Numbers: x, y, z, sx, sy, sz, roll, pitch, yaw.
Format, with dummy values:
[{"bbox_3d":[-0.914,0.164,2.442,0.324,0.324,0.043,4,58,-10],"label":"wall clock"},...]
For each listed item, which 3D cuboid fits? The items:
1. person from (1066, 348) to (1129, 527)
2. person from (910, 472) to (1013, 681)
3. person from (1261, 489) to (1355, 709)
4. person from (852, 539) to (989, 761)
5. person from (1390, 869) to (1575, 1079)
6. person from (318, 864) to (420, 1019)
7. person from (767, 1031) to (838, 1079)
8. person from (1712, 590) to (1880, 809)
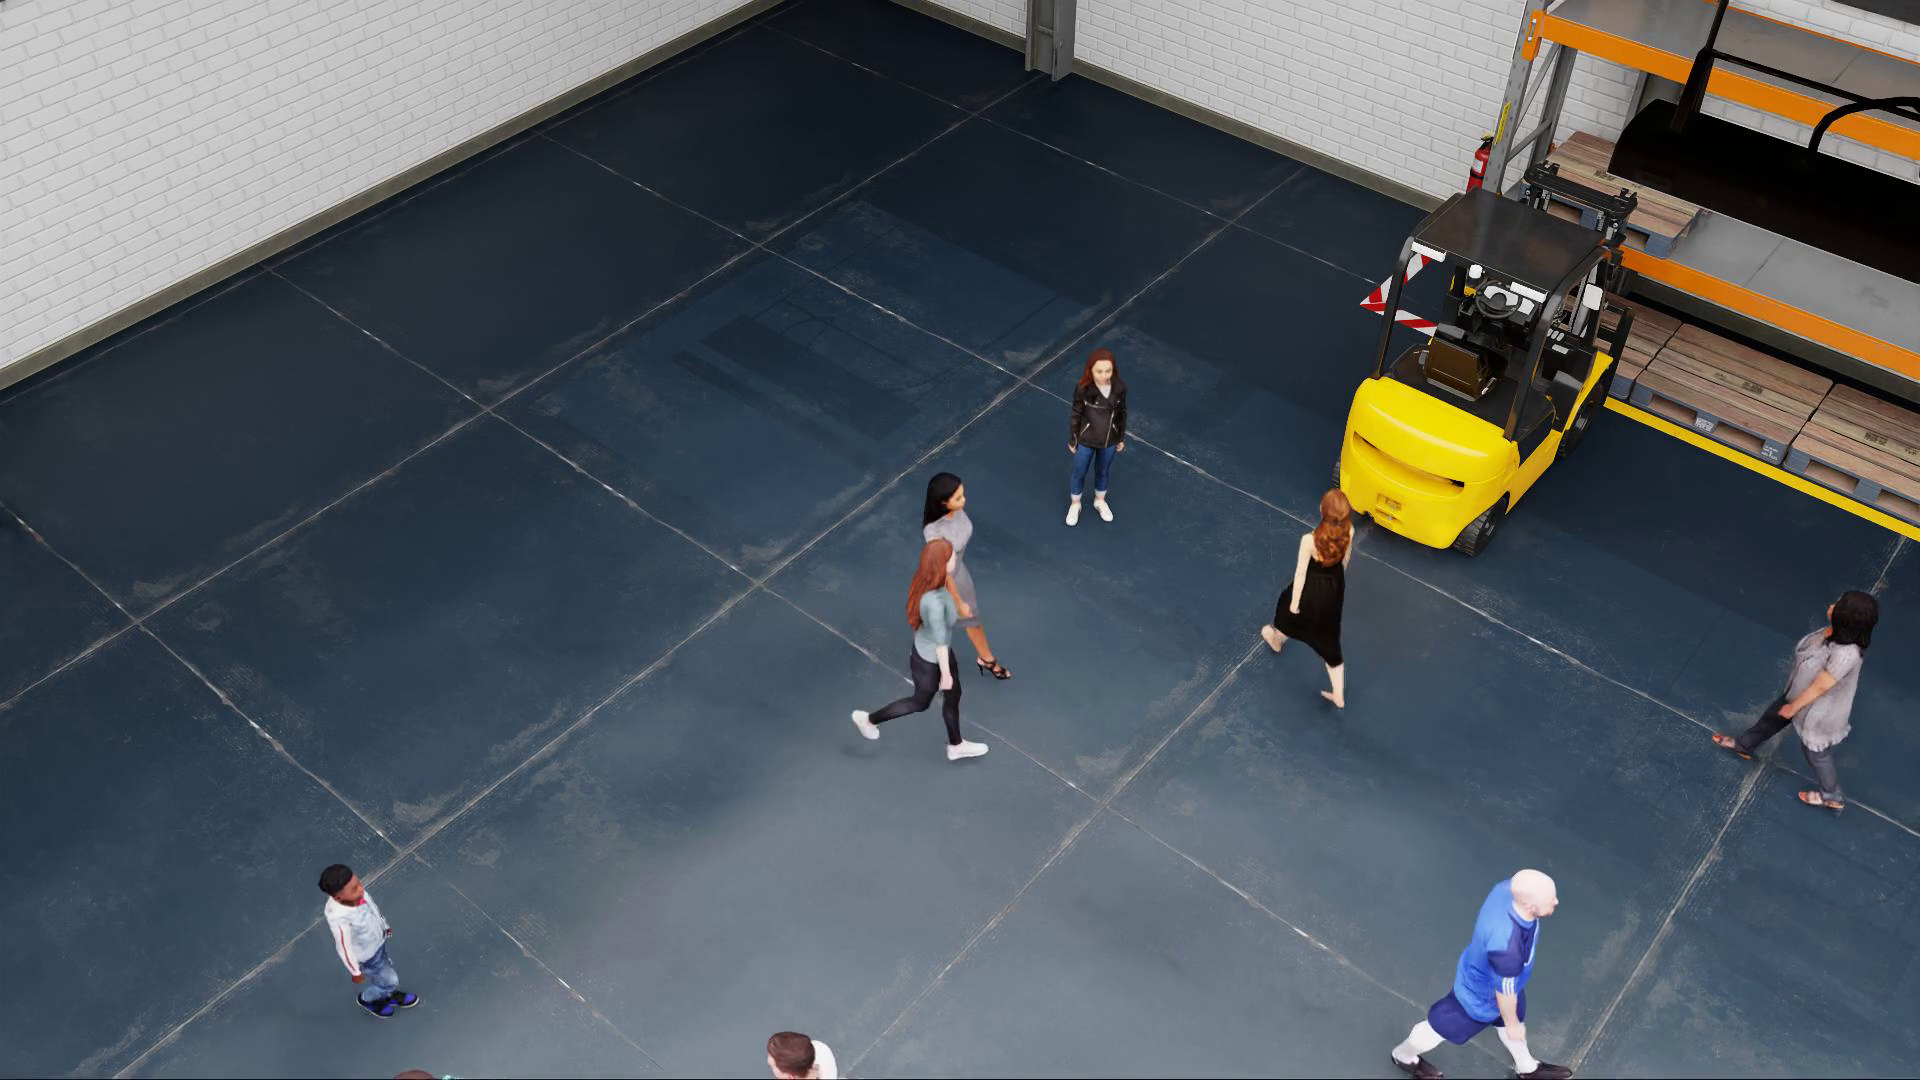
[{"bbox_3d":[0.957,-0.739,11.680,0.635,1.482,0.684,-6,44,-6],"label":"person"},{"bbox_3d":[-0.197,0.257,10.432,0.973,1.761,0.733,17,46,17],"label":"person"},{"bbox_3d":[2.290,0.382,10.427,0.932,1.586,1.169,-15,46,-15],"label":"person"},{"bbox_3d":[-0.248,0.717,9.985,1.146,1.711,1.038,1,44,1],"label":"person"},{"bbox_3d":[2.550,2.217,8.349,1.214,1.796,0.895,17,46,17],"label":"person"},{"bbox_3d":[-3.217,2.132,8.830,0.655,1.256,0.599,0,44,0],"label":"person"},{"bbox_3d":[-0.559,2.810,7.706,1.045,1.825,0.949,1,44,1],"label":"person"},{"bbox_3d":[5.148,0.971,9.820,1.084,1.571,0.747,22,48,21],"label":"person"}]
